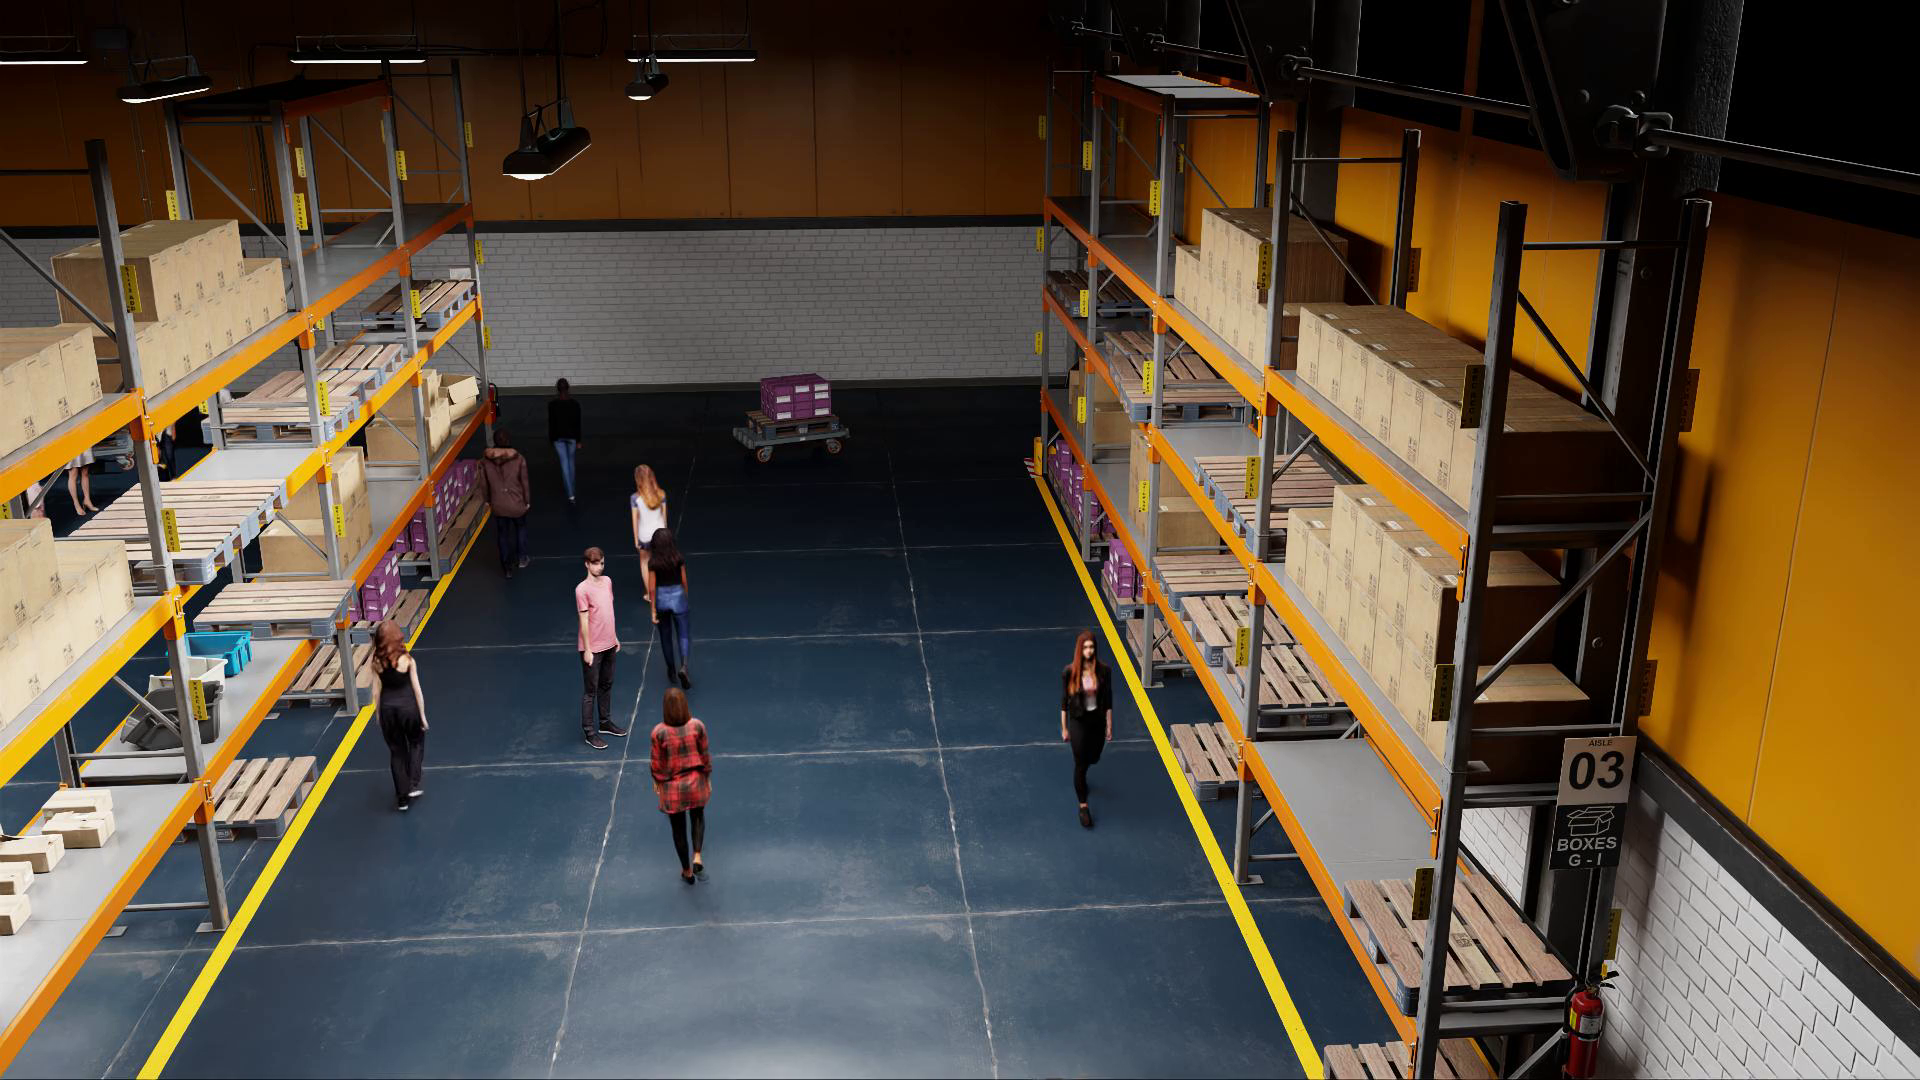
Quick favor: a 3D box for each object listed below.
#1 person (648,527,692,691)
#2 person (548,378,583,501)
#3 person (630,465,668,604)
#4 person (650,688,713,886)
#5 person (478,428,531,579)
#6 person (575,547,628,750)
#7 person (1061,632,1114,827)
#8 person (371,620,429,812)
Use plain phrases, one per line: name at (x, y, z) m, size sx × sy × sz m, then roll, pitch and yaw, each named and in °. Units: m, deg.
person at (-2.947, 0.731, 17.070) m, size 0.720 × 1.720 × 1.052 m, roll -6°, pitch 20°, yaw -18°
person at (-5.538, -1.373, 23.336) m, size 0.811 × 1.710 × 1.191 m, roll -7°, pitch 20°, yaw -20°
person at (-3.550, -0.016, 19.306) m, size 0.802 × 1.710 × 1.010 m, roll -9°, pitch 21°, yaw -25°
person at (-2.204, 2.008, 13.325) m, size 0.696 × 1.691 × 0.685 m, roll -6°, pitch 19°, yaw -16°
person at (-5.550, -0.425, 20.339) m, size 0.752 × 1.826 × 0.790 m, roll -1°, pitch 19°, yaw -4°
person at (-3.466, 0.998, 15.905) m, size 0.774 × 1.959 × 0.659 m, roll 9°, pitch 21°, yaw 25°
person at (1.103, 1.576, 14.602) m, size 0.634 × 1.695 × 1.051 m, roll -3°, pitch 19°, yaw -8°
person at (-4.935, 1.565, 14.574) m, size 0.621 × 1.733 × 0.646 m, roll -3°, pitch 19°, yaw -8°
